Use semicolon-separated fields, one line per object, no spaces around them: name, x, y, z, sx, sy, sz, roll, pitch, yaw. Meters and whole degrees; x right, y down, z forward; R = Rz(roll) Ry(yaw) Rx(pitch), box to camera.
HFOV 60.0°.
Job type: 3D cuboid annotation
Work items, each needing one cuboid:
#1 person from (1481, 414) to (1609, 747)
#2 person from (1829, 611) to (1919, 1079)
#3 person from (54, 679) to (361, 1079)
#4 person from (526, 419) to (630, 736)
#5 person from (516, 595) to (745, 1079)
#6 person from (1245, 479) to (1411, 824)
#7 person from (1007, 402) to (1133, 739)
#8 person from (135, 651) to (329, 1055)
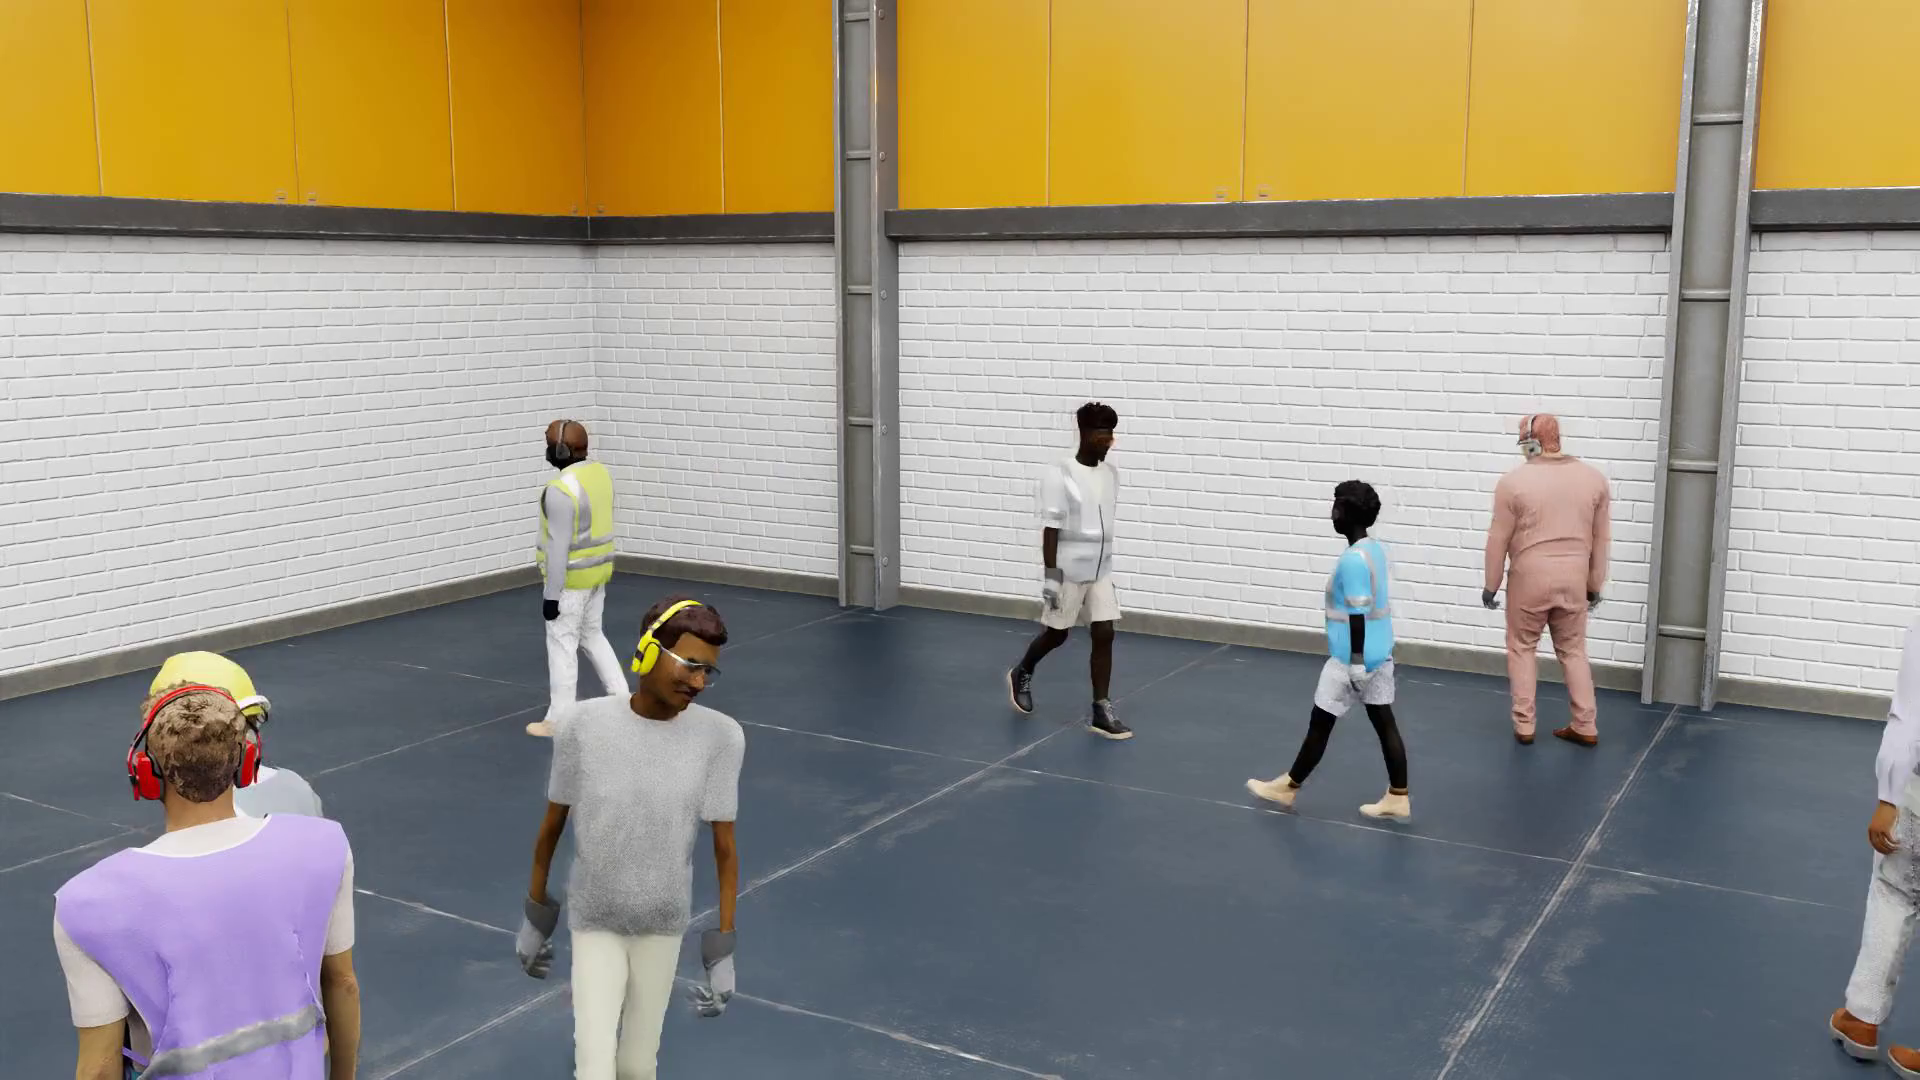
person;3.262;0.238;9.283;0.662;1.874;0.410;-1;9;-6
person;3.261;0.833;5.461;0.683;1.898;0.678;0;9;0
person;-1.479;1.195;3.364;0.567;1.847;0.389;-9;13;-44
person;-2.191;0.223;9.505;0.506;1.845;0.642;3;9;16
person;-0.859;1.044;4.386;0.603;1.816;0.574;-3;10;-17
person;1.826;0.533;8.066;0.856;1.650;0.547;5;10;27
person;0.641;0.149;9.676;0.649;1.925;0.910;-7;12;-38
person;-1.585;1.144;3.847;0.791;1.797;0.616;-1;9;-3
